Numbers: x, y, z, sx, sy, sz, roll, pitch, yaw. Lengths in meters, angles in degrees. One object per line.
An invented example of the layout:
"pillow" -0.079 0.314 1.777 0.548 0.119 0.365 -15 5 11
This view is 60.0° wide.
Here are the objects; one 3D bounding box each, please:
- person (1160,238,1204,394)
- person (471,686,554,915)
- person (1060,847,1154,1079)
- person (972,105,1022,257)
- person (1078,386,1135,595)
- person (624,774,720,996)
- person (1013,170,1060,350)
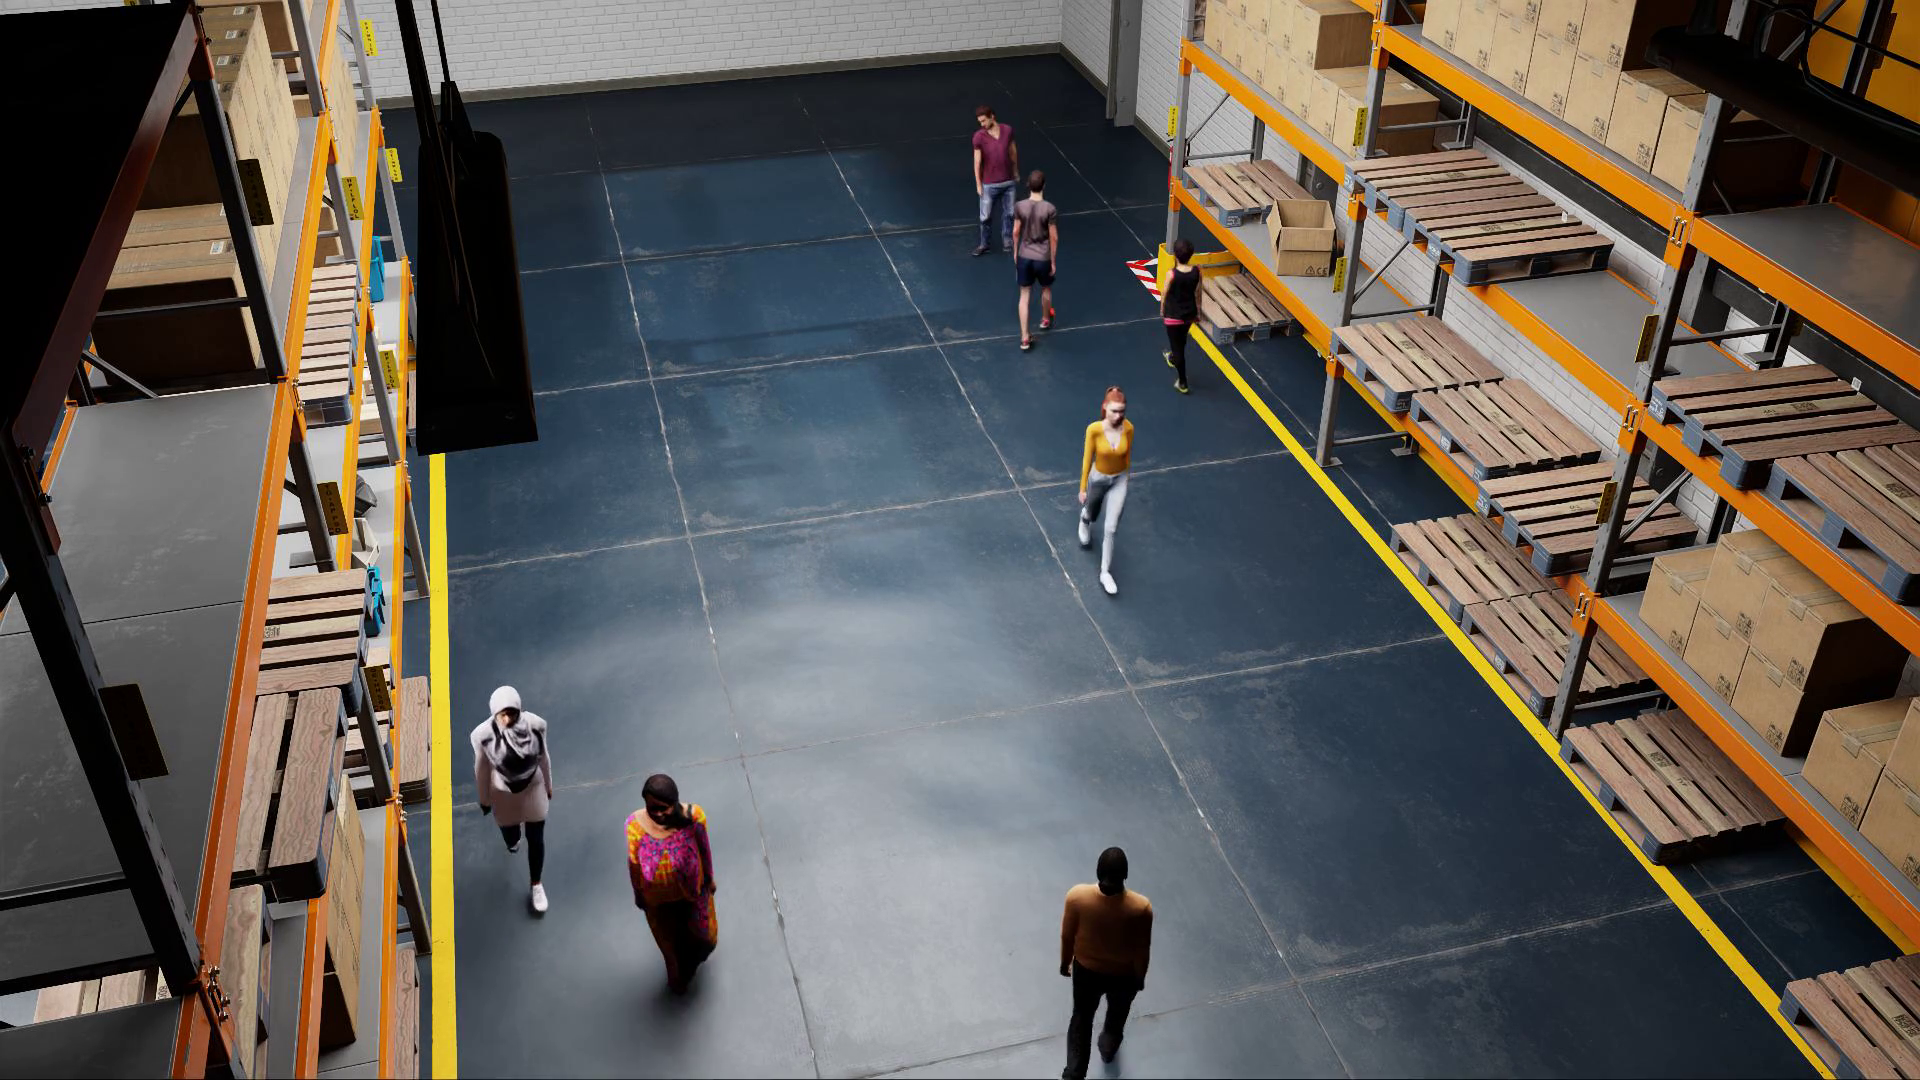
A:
"person" 2.196 -2.176 16.346 0.588 1.519 0.983 -12 35 -17
"person" -2.804 1.531 10.562 0.677 1.750 0.929 -10 35 -14
"person" 0.794 2.422 9.232 0.952 1.737 1.125 8 34 12
"person" 0.480 -4.137 19.034 0.846 1.809 0.536 -19 38 -26
"person" 1.166 -0.487 13.628 0.625 1.716 1.169 -6 34 -9
"person" -1.697 1.998 9.942 0.689 1.657 0.780 -5 34 -8
"person" 0.743 -2.830 17.063 0.989 1.814 1.163 9 35 13
